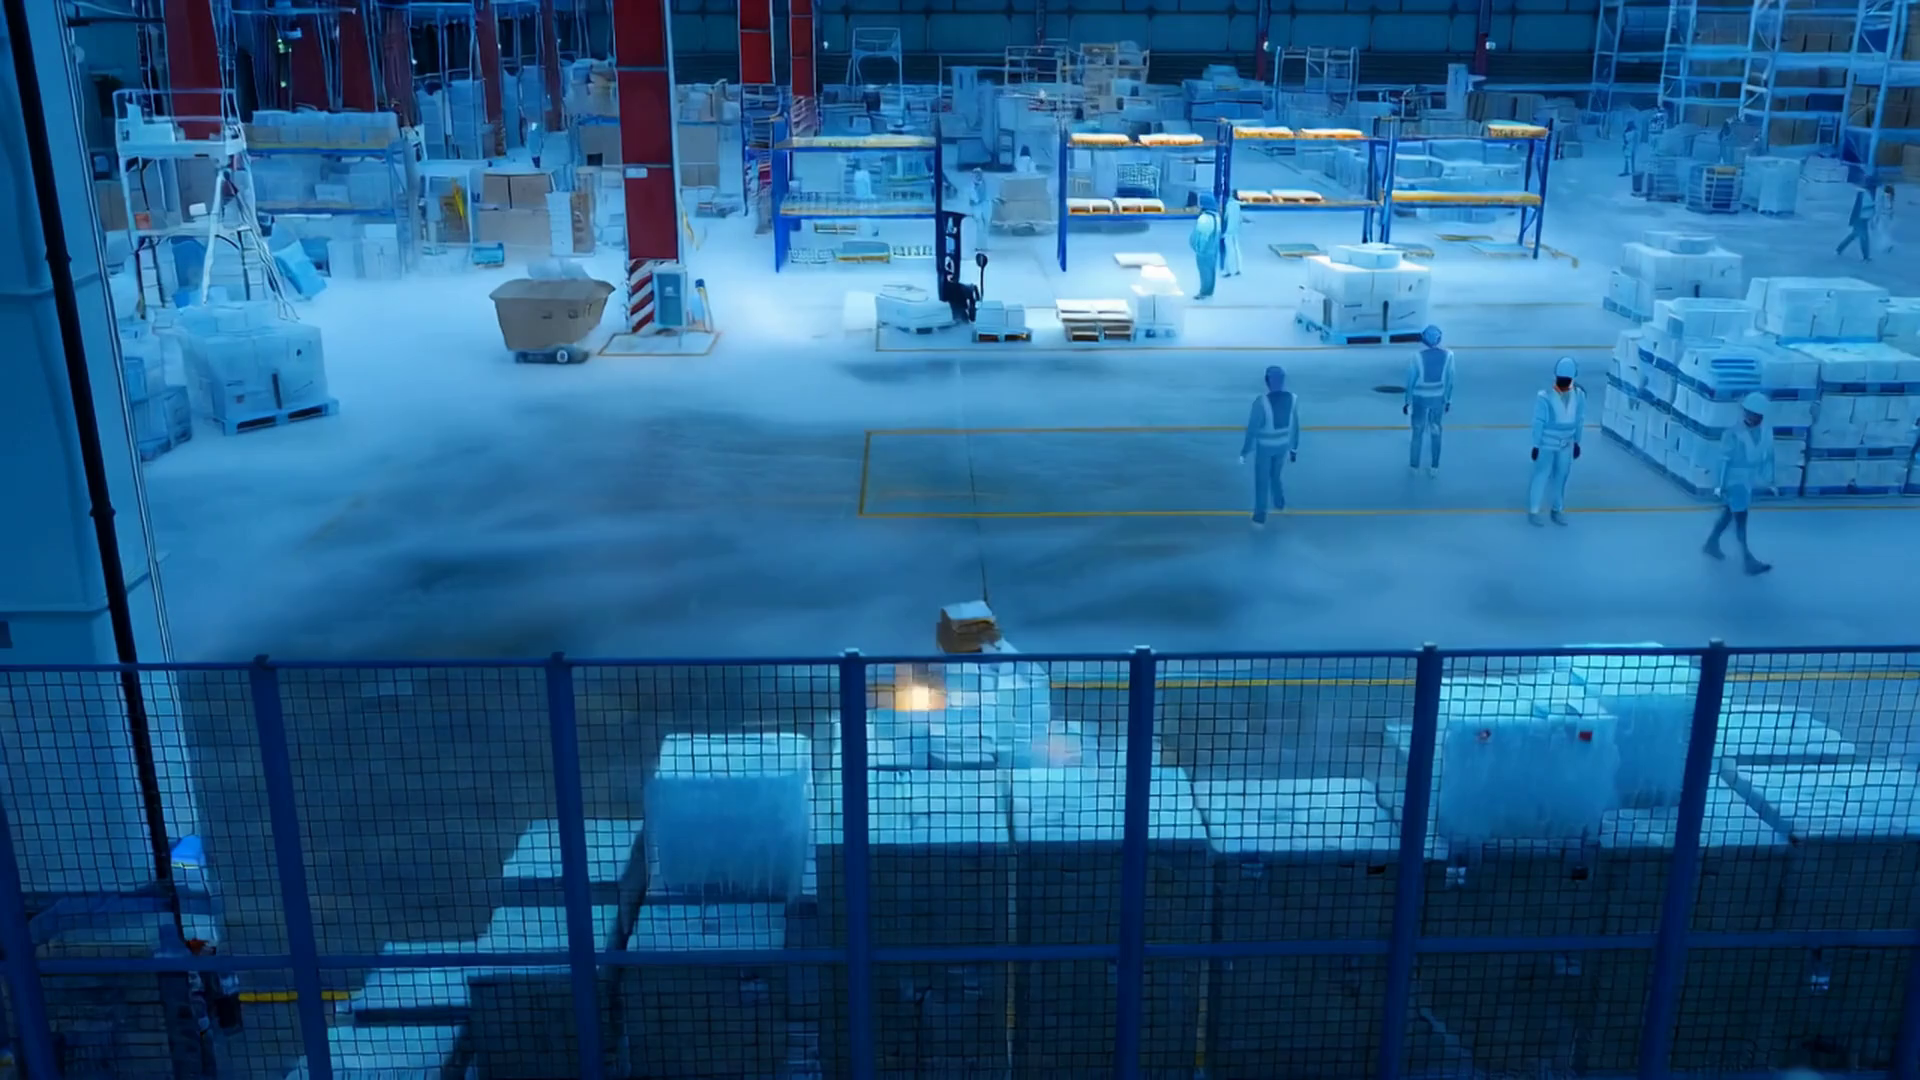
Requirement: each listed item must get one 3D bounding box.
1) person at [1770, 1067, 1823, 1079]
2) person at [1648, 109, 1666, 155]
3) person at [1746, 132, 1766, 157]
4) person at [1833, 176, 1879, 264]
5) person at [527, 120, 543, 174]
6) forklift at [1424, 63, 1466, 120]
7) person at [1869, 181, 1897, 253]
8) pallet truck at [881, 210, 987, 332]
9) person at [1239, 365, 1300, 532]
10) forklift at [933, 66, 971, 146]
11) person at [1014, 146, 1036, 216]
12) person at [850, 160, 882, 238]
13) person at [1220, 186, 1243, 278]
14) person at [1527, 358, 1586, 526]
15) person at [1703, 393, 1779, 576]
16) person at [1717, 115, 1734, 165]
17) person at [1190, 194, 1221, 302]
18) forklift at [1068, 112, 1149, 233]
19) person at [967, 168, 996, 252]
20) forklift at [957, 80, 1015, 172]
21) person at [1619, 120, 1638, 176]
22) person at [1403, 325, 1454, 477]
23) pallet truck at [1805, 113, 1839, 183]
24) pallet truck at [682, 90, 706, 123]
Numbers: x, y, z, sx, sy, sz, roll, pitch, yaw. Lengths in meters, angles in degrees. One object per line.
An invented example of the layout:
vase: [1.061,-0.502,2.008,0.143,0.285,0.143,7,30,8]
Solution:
person: [3.122,2.942,6.656,0.569,1.905,0.604,-3,19,-9]
person: [23.924,-13.945,57.083,0.544,1.680,0.388,-3,19,-9]
person: [21.854,-10.275,45.851,0.636,1.911,0.869,-9,21,-26]
person: [19.568,-6.982,36.152,0.604,1.874,0.985,-12,22,-32]
person: [-13.341,-12.340,52.307,0.550,1.684,0.427,4,19,11]
forklift: [18.945,-16.852,63.864,1.873,2.768,1.129,-3,19,-10]
person: [20.716,-7.184,37.135,0.523,1.619,0.615,-10,21,-28]
pallet truck: [-0.493,-4.759,29.349,1.885,1.965,0.823,-13,23,-34]
person: [3.439,-0.992,18.378,0.680,1.873,0.469,-8,20,-24]
forklift: [0.030,-16.139,61.749,1.873,2.768,1.129,-10,21,-28]
person: [1.652,-9.219,42.852,0.638,1.820,0.634,14,23,36]
person: [-2.242,-7.973,39.068,0.936,1.900,0.632,-6,20,-18]
person: [5.601,-6.335,34.248,0.327,1.861,0.507,18,25,42]
person: [6.662,-1.093,18.575,0.601,1.940,0.415,-4,19,-11]
person: [8.151,-0.599,17.200,0.552,1.869,1.028,-7,20,-20]
person: [23.573,-12.121,51.298,0.374,1.928,0.542,7,20,21]
person: [4.647,-5.567,31.680,0.536,2.000,0.676,12,22,31]
forklift: [3.622,-8.912,40.309,1.873,2.768,1.129,-1,19,-2]
person: [0.487,-7.385,37.315,0.638,1.878,0.755,-15,24,-37]
forklift: [0.848,-13.256,53.197,1.873,2.768,1.129,-1,19,-2]
person: [21.000,-12.302,52.192,0.529,1.695,0.321,-10,21,-28]
person: [5.743,-1.700,20.450,0.579,1.881,0.342,-1,19,-3]
pallet truck: [26.403,-11.957,50.702,0.823,1.965,1.885,6,19,16]
pallet truck: [-9.671,-15.907,62.421,0.823,1.965,1.885,5,19,15]
